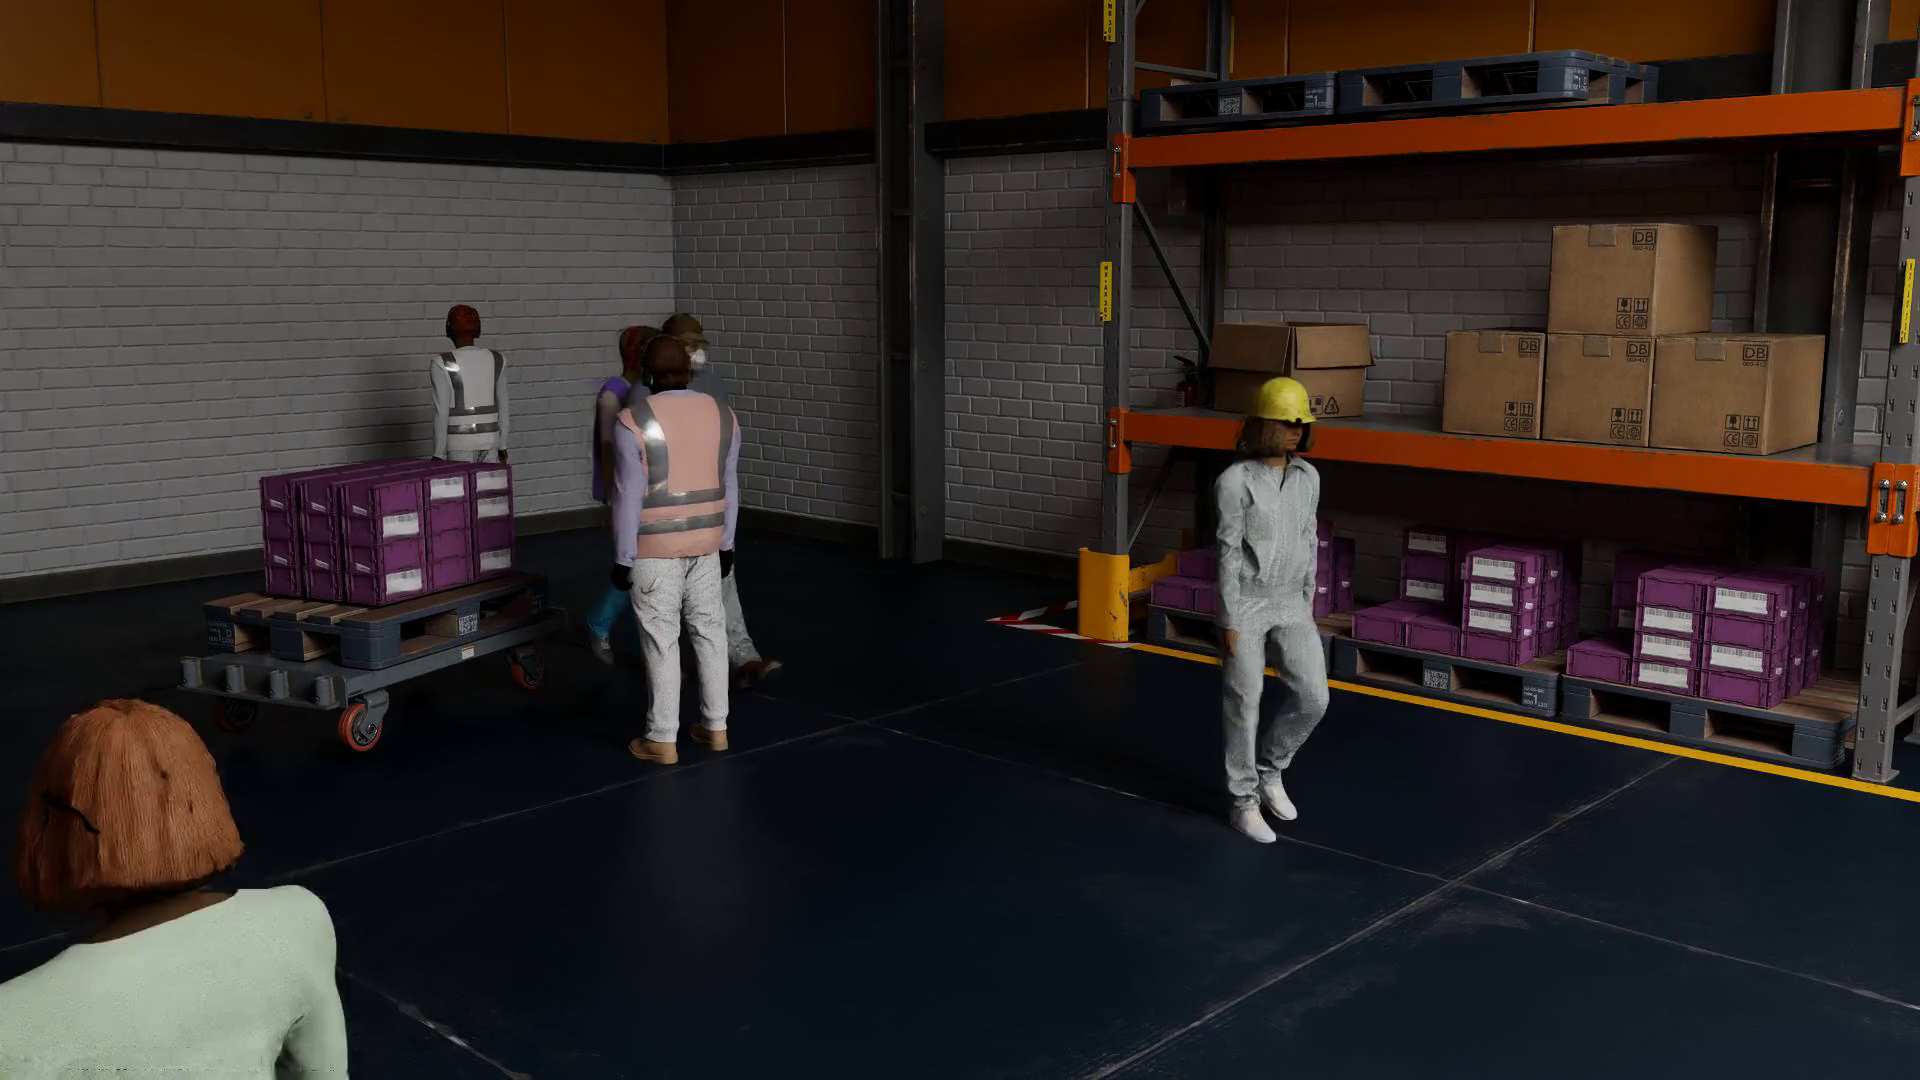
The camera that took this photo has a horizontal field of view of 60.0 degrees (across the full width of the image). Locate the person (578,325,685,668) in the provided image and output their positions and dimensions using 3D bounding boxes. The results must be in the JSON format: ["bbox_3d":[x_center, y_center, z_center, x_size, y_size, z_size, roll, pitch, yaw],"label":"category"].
[{"bbox_3d":[-1.710,-0.207,8.709,0.452,1.827,0.583,2,10,14],"label":"person"}]

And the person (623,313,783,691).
[{"bbox_3d":[-1.322,-0.168,8.281,1.007,1.890,0.657,9,13,43],"label":"person"}]

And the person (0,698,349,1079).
[{"bbox_3d":[-0.962,0.989,2.097,0.823,1.601,0.508,6,11,31],"label":"person"}]

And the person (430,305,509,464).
[{"bbox_3d":[-3.272,-0.623,11.117,0.355,1.883,0.573,8,12,41],"label":"person"}]

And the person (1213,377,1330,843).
[{"bbox_3d":[1.139,0.264,6.133,0.494,1.729,0.368,-4,10,-26],"label":"person"}]

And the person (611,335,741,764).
[{"bbox_3d":[-1.243,0.038,7.196,0.634,1.839,0.429,-9,13,-43],"label":"person"}]
